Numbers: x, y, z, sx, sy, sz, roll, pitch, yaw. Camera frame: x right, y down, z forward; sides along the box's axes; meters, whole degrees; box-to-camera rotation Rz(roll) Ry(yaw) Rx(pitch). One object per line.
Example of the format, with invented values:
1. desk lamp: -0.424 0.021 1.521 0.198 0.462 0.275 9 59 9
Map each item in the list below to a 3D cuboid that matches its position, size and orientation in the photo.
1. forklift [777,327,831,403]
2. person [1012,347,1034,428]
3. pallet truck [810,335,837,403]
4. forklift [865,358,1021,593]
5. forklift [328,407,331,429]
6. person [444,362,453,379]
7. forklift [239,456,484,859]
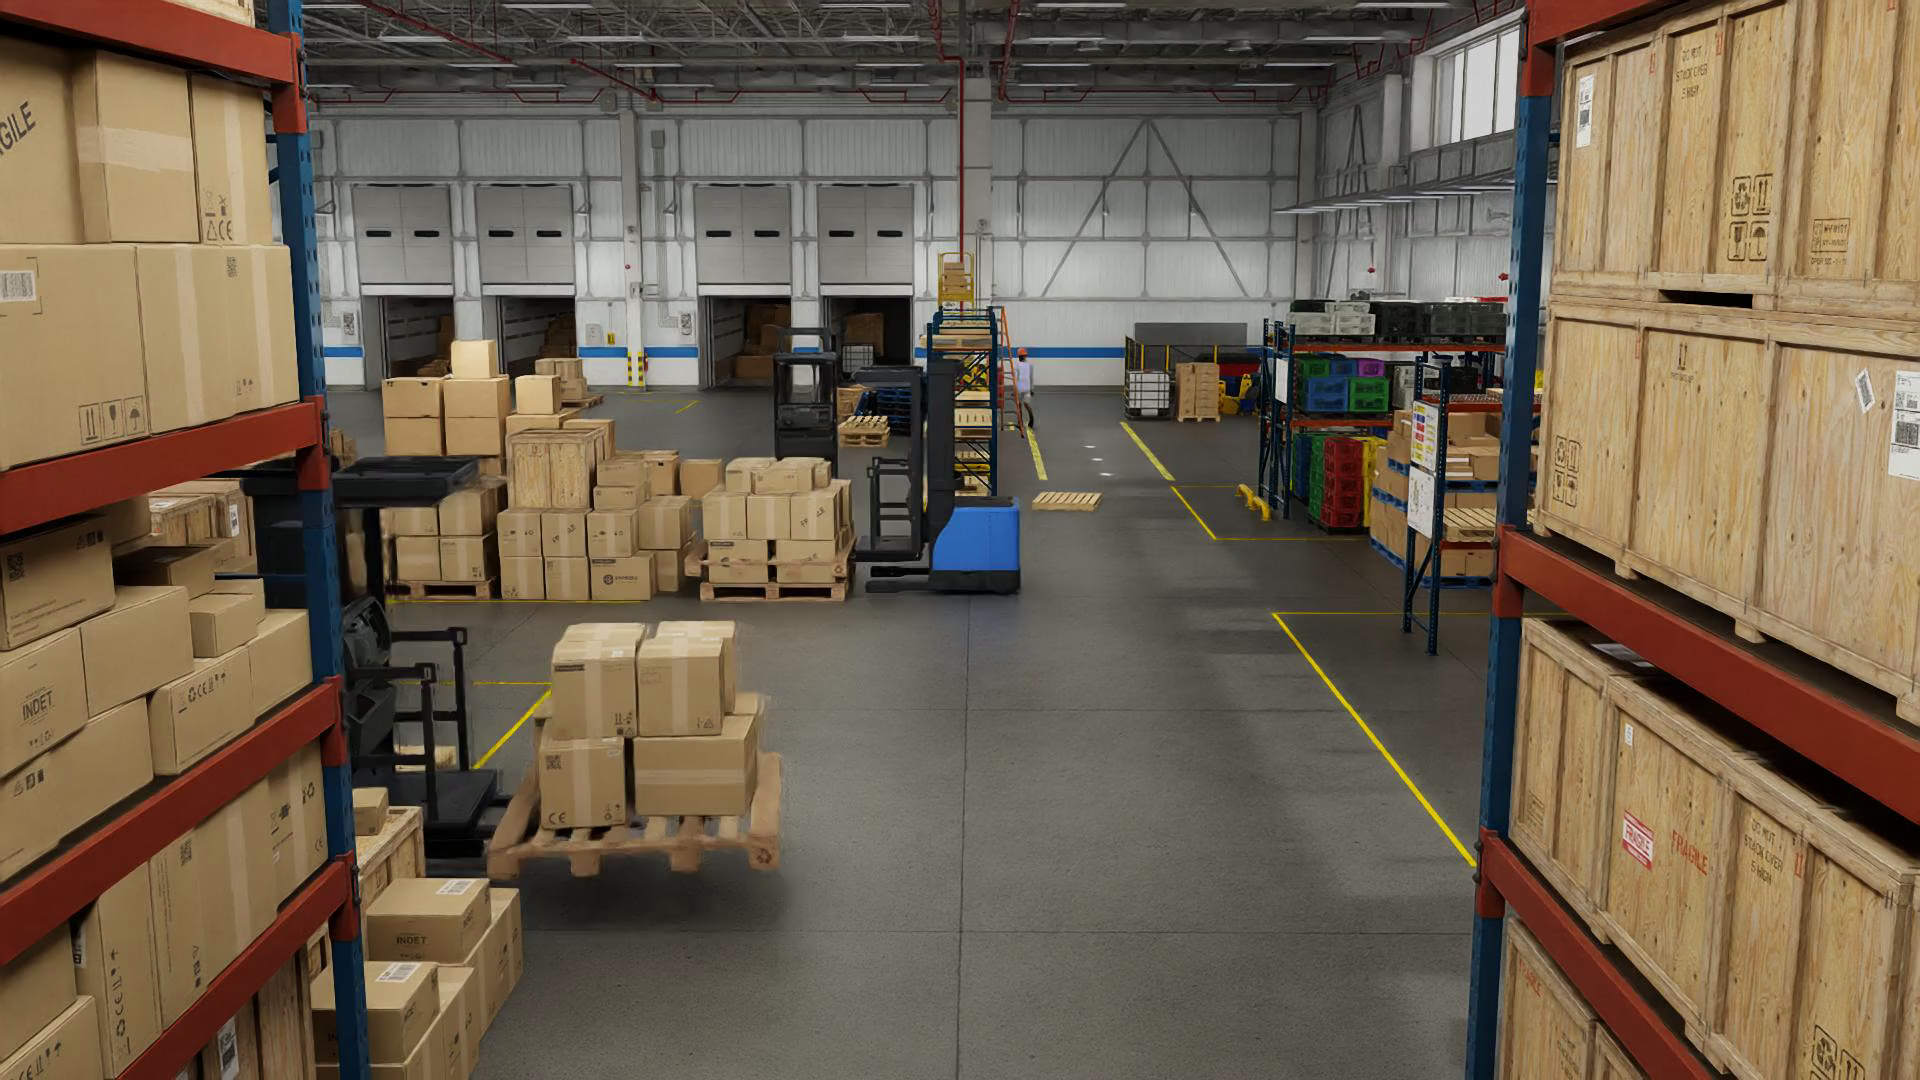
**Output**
1. forklift: -2.708 -2.321 29.091 1.129 2.768 1.873 -1 10 -6
2. person: 1.492 -3.551 38.960 0.551 1.918 0.653 -4 11 -21
3. pallet truck: -3.021 -4.312 43.126 1.885 1.965 0.823 3 10 17
4. forklift: -0.198 -0.808 20.366 1.873 2.768 1.129 0 10 1
5. forklift: -13.013 -2.834 32.054 1.129 2.768 1.873 0 10 1
6. person: -11.558 -3.229 37.903 0.310 1.642 0.514 4 11 24
7. forklift: -4.145 0.892 10.558 1.873 2.768 1.129 -1 10 -6
